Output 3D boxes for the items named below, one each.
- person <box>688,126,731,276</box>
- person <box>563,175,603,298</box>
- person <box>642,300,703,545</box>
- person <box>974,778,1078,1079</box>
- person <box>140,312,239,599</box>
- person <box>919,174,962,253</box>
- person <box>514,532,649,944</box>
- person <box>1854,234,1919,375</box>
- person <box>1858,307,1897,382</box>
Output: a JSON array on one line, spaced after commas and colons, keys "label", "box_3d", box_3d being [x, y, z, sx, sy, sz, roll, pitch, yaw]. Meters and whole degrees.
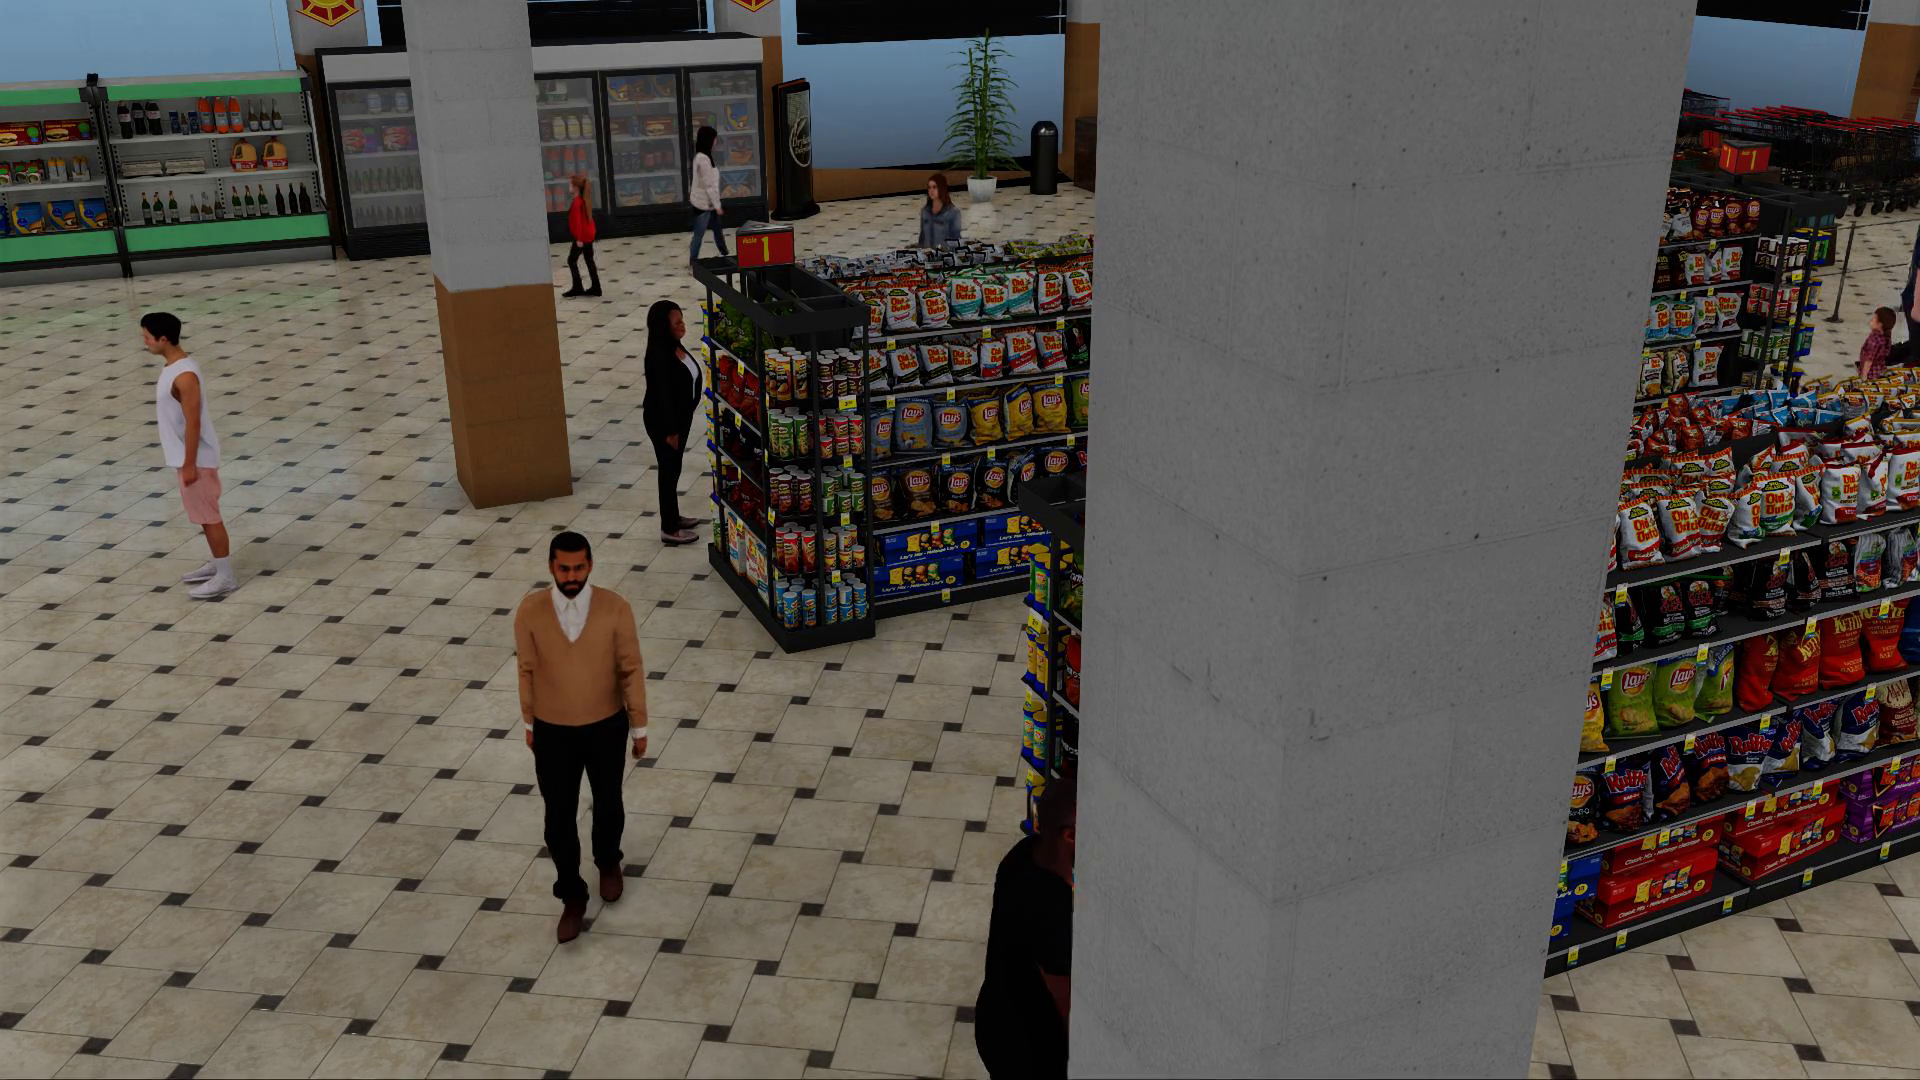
[{"label": "person", "box_3d": [-2.888, -3.711, 18.297, 0.951, 1.612, 0.737, -6, 23, -15]}, {"label": "person", "box_3d": [-3.891, -3.166, 17.397, 0.720, 1.271, 0.649, 2, 22, 4]}, {"label": "person", "box_3d": [-1.930, -0.788, 11.017, 0.734, 1.616, 0.732, -2, 22, -5]}, {"label": "person", "box_3d": [0.115, 1.539, 4.995, 0.938, 1.788, 0.856, 1, 22, 2]}, {"label": "person", "box_3d": [-4.671, -0.528, 10.149, 0.572, 1.781, 0.642, -11, 25, -26]}, {"label": "person", "box_3d": [-0.132, -2.478, 15.140, 0.968, 1.678, 1.113, 13, 25, 28]}, {"label": "person", "box_3d": [-1.596, 0.749, 7.038, 0.881, 1.731, 0.865, -4, 22, -9]}, {"label": "person", "box_3d": [7.779, -1.943, 13.594, 0.930, 1.837, 0.966, 18, 28, 38]}, {"label": "person", "box_3d": [7.260, -1.325, 13.165, 0.666, 1.011, 0.608, -19, 29, -39]}]
